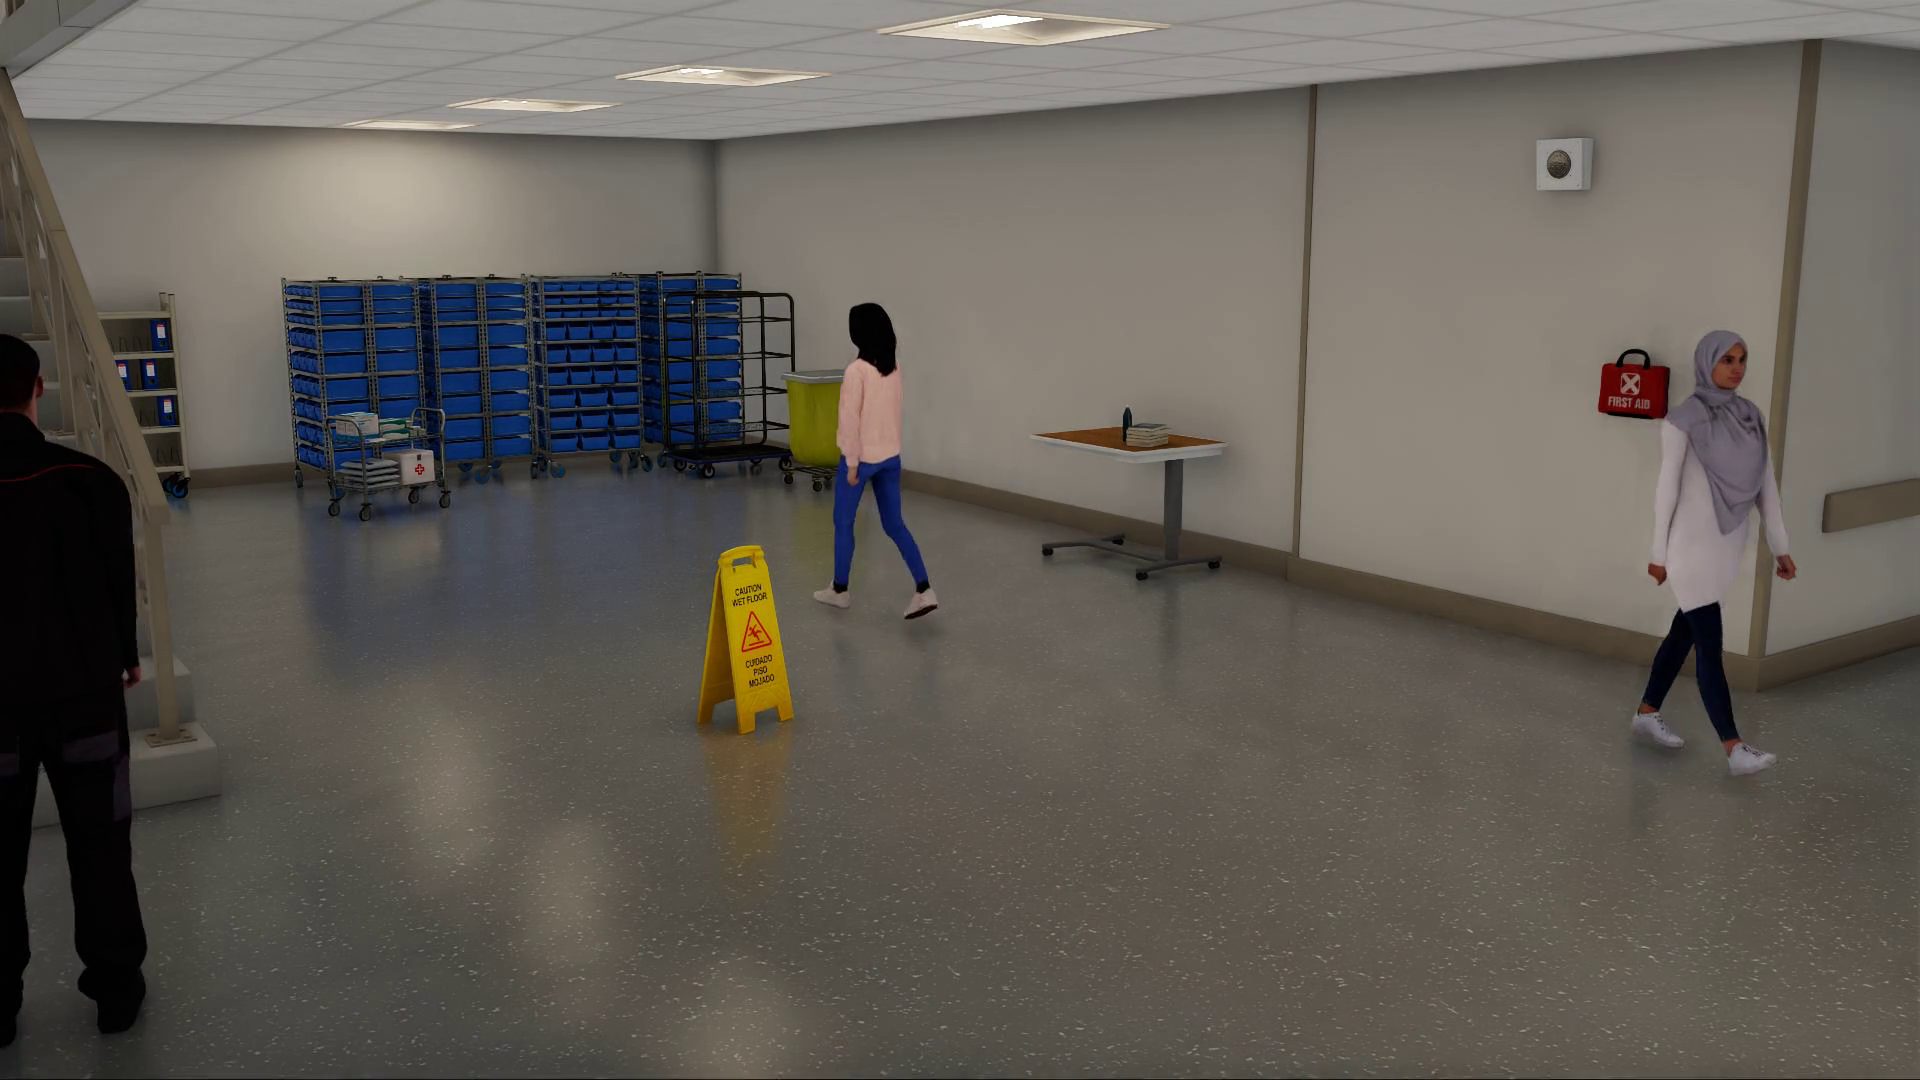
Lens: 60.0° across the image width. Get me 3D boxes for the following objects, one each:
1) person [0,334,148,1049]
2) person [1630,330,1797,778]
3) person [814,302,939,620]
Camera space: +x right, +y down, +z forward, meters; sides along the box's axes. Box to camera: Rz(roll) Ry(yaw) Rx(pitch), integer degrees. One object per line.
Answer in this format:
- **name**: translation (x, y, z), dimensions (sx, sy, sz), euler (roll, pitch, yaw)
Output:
- **person**: translation (-2.430, 0.409, 4.405), dimensions (0.747, 1.907, 0.710), euler (-4, 12, -22)
- **person**: translation (2.968, 0.050, 6.750), dimensions (0.862, 1.736, 1.176), euler (-3, 11, -18)
- **person**: translation (-0.417, -0.391, 9.096), dimensions (1.222, 1.728, 0.813), euler (10, 15, 44)
